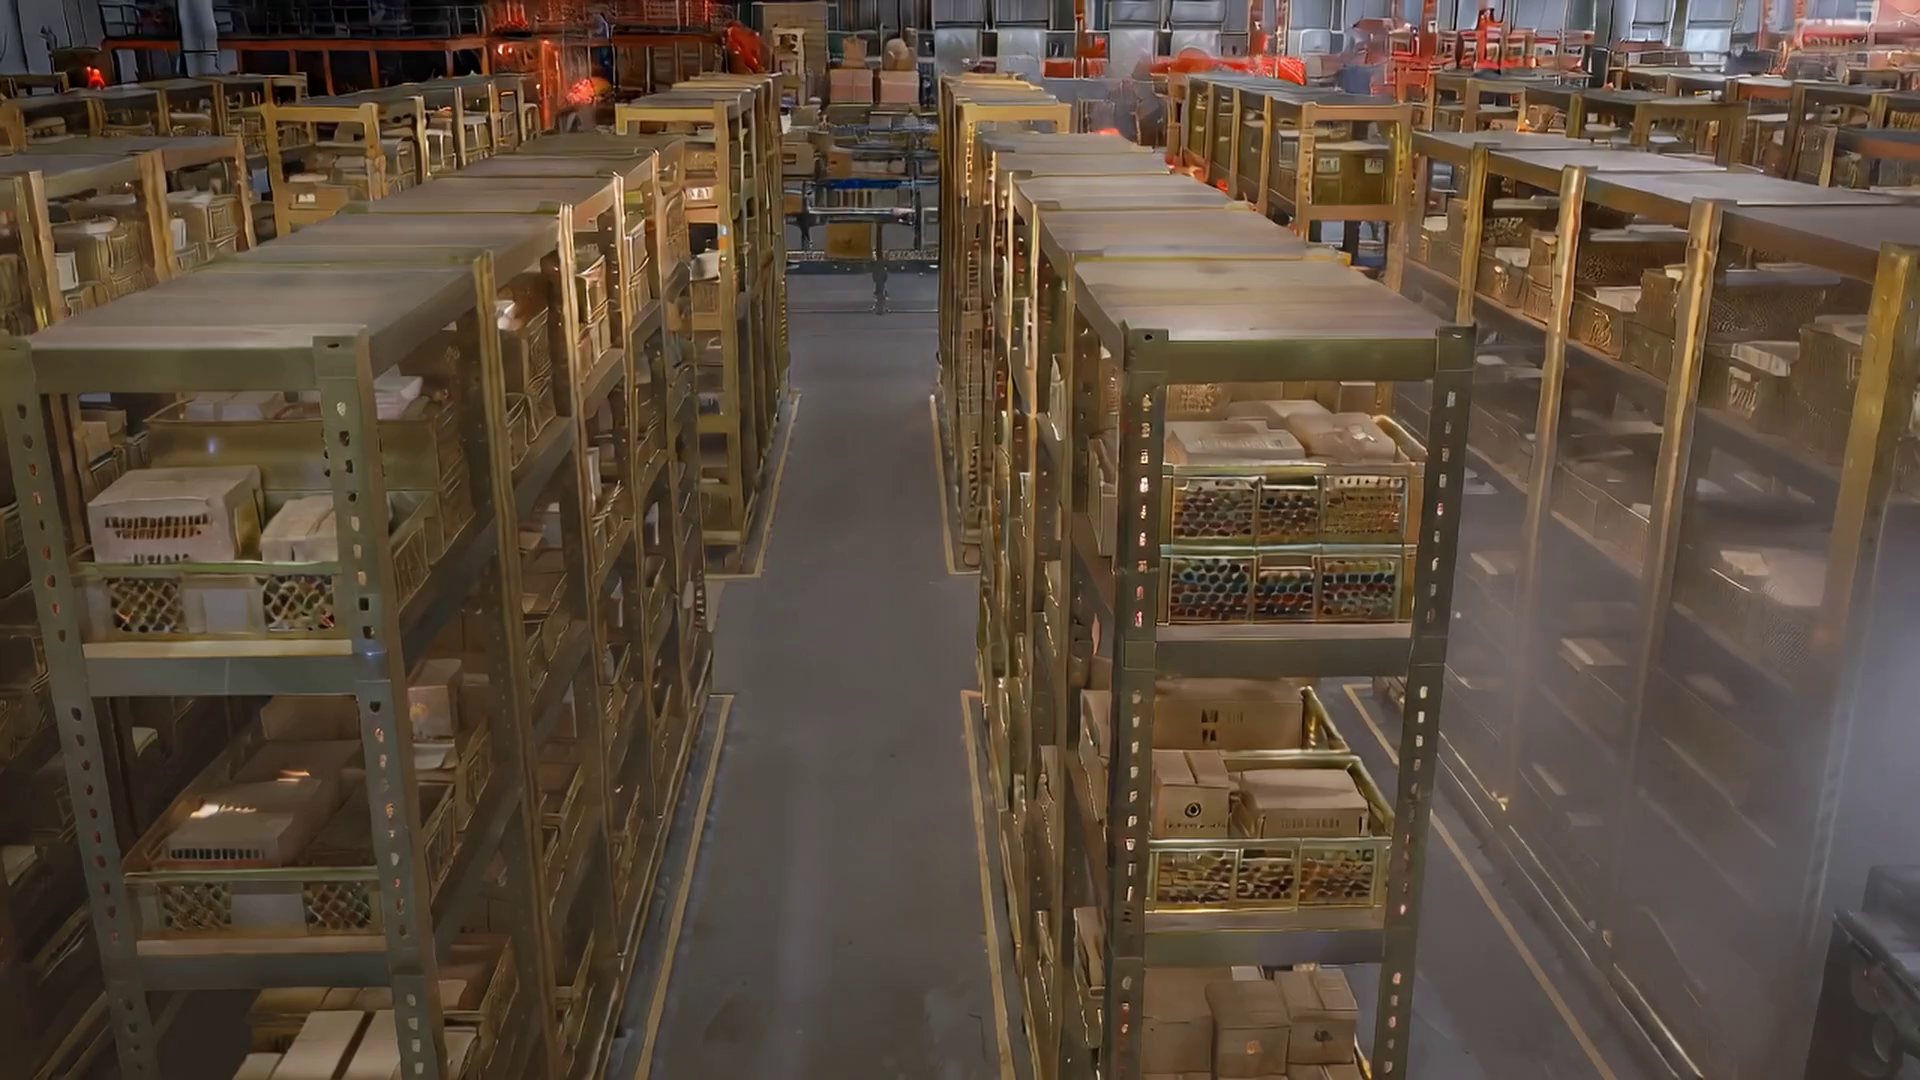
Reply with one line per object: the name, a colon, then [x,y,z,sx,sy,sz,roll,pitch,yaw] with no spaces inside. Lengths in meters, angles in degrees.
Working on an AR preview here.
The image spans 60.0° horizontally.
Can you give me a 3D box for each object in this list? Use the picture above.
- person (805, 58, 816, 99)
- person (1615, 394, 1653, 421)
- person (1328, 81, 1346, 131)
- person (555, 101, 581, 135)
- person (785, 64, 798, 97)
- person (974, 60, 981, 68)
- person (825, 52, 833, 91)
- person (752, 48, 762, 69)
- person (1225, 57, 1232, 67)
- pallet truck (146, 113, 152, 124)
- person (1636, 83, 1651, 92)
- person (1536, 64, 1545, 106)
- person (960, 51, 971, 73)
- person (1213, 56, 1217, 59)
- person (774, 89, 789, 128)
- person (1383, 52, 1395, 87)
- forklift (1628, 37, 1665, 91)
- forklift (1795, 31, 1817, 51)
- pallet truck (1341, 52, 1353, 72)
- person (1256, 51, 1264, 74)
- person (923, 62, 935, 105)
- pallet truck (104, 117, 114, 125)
person: [-6.895,-21.344,76.971,0.507,1.845,0.339,-4,18,-12]
person: [4.605,-0.120,11.361,0.935,1.809,0.586,2,18,7]
person: [12.124,-13.853,53.725,0.649,1.888,0.595,2,18,5]
person: [-9.579,-9.745,40.827,0.625,2.017,0.937,2,18,6]
person: [-6.795,-18.207,67.107,0.552,1.942,0.342,-10,20,-28]
person: [0.711,-19.770,71.982,0.682,1.914,0.580,-6,19,-17]
person: [-6.659,-23.825,84.554,0.397,1.913,0.591,-12,21,-32]
person: [-11.174,-26.145,91.734,0.584,1.911,0.392,-8,20,-24]
person: [11.852,-20.655,74.525,0.886,2.000,0.685,10,21,29]
pallet truck: [-18.087,-8.309,36.390,1.885,1.965,0.823,-1,18,-4]
person: [24.938,-16.008,60.807,0.508,1.629,0.315,2,18,7]
person: [24.113,-18.858,69.264,0.527,1.858,0.318,-10,20,-28]
person: [0.304,-24.272,85.911,0.614,1.926,0.517,-8,19,-23]
person: [12.142,-22.263,79.823,0.969,1.833,0.607,-4,18,-13]
person: [-6.004,-14.218,55.157,0.901,1.699,0.504,-2,18,-5]
person: [22.670,-24.887,87.985,0.804,1.819,0.631,11,21,30]
forklift: [30.747,-20.964,74.137,1.129,2.768,1.873,-1,18,-2]
forklift: [45.898,-26.250,90.495,1.129,2.768,1.873,-1,18,-2]
pallet truck: [18.794,-23.123,82.231,0.823,1.965,1.885,-13,22,-35]
person: [15.599,-24.258,85.918,0.912,1.889,0.598,6,19,17]
person: [-1.357,-19.569,71.438,0.600,1.866,0.517,10,21,29]
pallet truck: [-18.367,-7.885,35.078,1.885,1.965,0.823,1,18,2]
